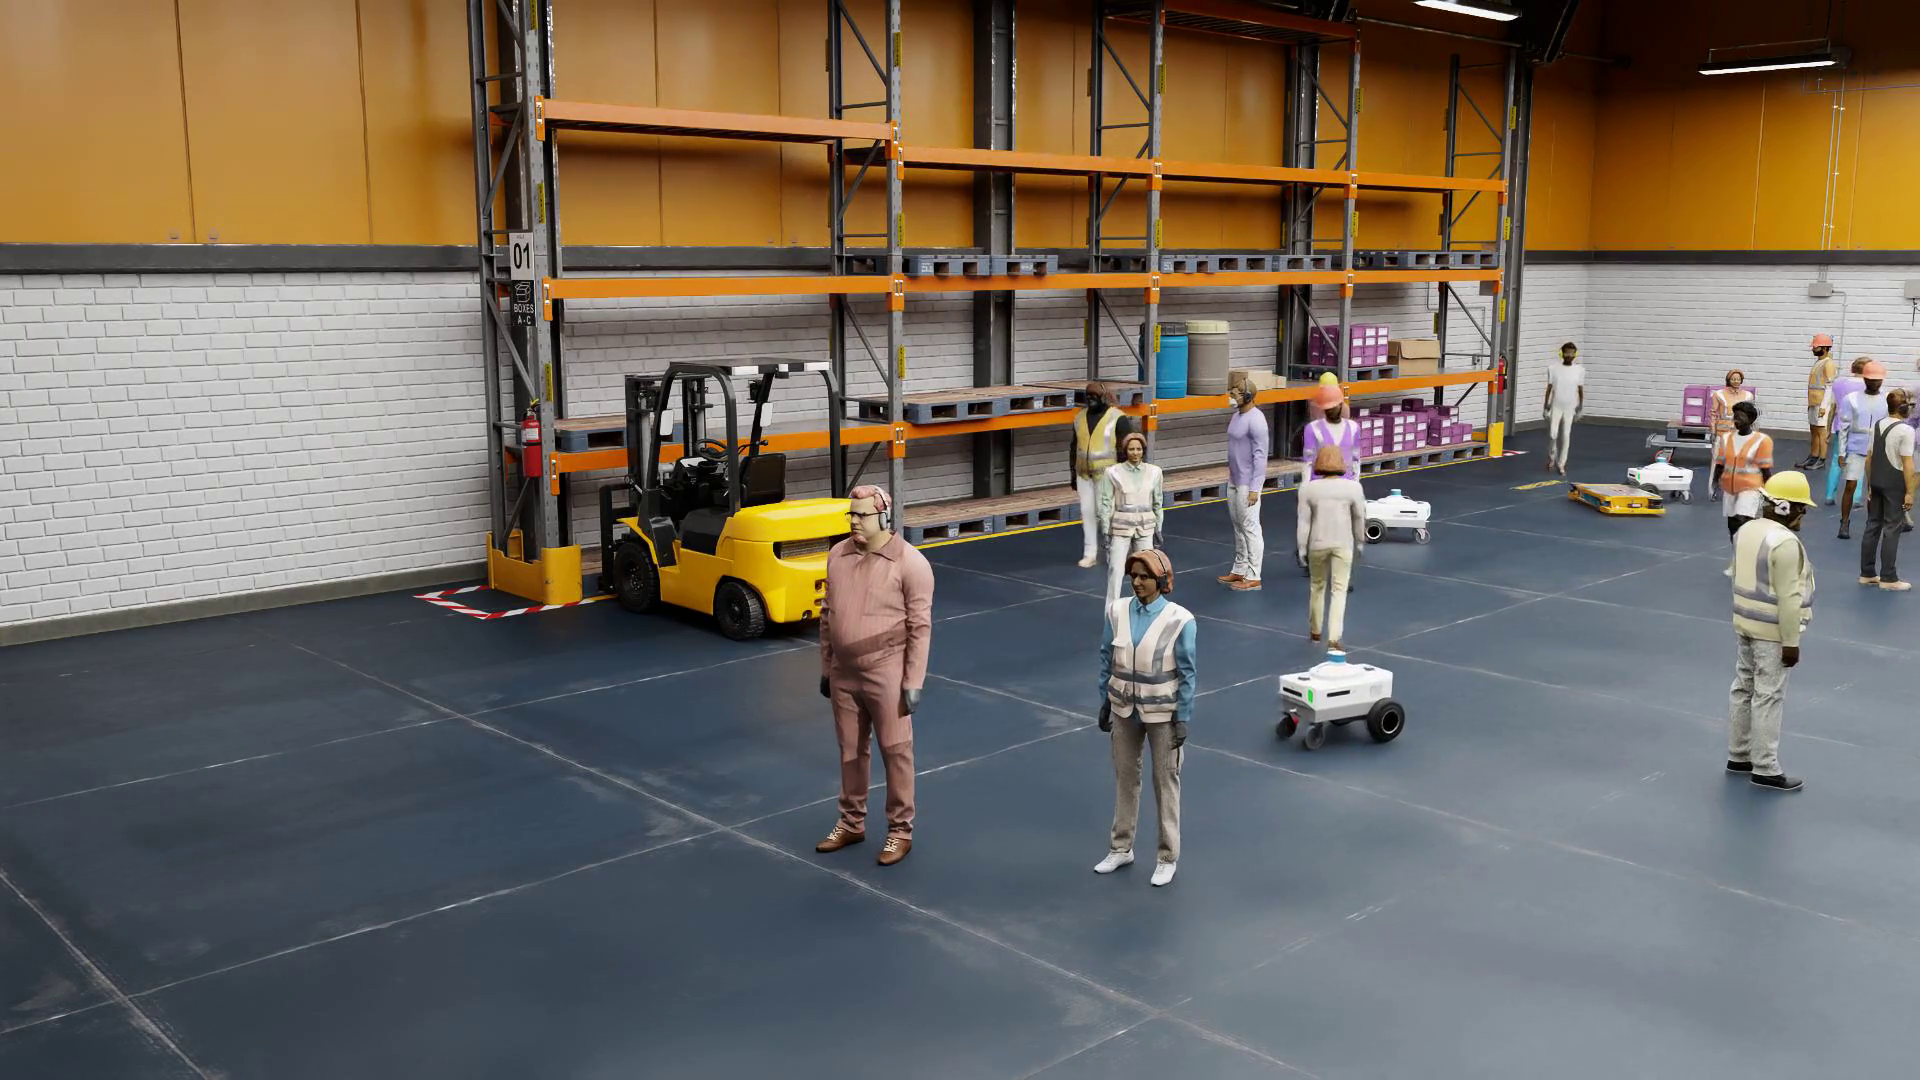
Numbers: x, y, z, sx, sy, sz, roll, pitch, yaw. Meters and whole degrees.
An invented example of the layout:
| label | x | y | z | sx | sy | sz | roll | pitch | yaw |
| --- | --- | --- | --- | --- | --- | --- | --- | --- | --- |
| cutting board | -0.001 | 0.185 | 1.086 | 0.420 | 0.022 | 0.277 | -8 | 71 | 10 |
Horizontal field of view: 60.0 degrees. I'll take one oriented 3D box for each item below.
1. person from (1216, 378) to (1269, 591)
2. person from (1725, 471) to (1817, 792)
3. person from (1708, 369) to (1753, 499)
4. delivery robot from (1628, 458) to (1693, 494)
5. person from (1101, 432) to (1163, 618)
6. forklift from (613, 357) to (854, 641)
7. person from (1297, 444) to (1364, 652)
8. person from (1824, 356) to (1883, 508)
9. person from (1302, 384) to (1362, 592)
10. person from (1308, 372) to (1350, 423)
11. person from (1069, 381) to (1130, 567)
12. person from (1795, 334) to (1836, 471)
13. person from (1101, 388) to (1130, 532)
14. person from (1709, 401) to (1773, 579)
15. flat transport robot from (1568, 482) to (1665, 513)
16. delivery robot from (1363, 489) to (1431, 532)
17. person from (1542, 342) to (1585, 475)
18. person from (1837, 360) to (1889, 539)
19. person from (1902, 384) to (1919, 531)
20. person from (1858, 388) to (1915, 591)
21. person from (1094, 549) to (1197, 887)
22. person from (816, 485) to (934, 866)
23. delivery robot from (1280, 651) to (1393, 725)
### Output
| label | x | y | z | sx | sy | sz | roll | pitch | yaw |
| --- | --- | --- | --- | --- | --- | --- | --- | --- | --- |
| person | 2.589 | -0.506 | 15.141 | 0.355 | 1.938 | 0.636 | -2 | 10 | -11 |
| person | 4.647 | 0.511 | 9.524 | 0.403 | 1.823 | 0.586 | 0 | 10 | -1 |
| person | 9.577 | -1.306 | 20.699 | 0.513 | 1.641 | 0.307 | 1 | 10 | 4 |
| delivery robot | 8.610 | -0.768 | 20.448 | 0.707 | 0.478 | 0.477 | 0 | 10 | -1 |
| person | 1.379 | -0.048 | 13.332 | 0.520 | 1.639 | 0.312 | -2 | 10 | -10 |
| forklift | -1.847 | -0.414 | 13.852 | 1.214 | 2.155 | 2.313 | -9 | 13 | -42 |
| person | 2.848 | 0.060 | 12.810 | 0.503 | 1.618 | 0.653 | 3 | 10 | 18 |
| person | 10.770 | -1.293 | 20.057 | 0.600 | 1.833 | 0.433 | 9 | 13 | 44 |
| person | 3.387 | -0.502 | 15.297 | 0.576 | 1.897 | 0.850 | -1 | 10 | -8 |
| person | 4.119 | -1.003 | 18.616 | 0.388 | 1.756 | 0.534 | -9 | 13 | -42 |
| person | 1.362 | -0.644 | 16.278 | 0.644 | 1.823 | 0.495 | 7 | 12 | 35 |
| person | 12.176 | -1.952 | 23.609 | 0.356 | 1.938 | 0.543 | 1 | 10 | 6 |
| person | 1.664 | -0.918 | 18.551 | 0.521 | 1.596 | 0.782 | 3 | 10 | 19 |
| person | 7.287 | -0.463 | 15.628 | 0.563 | 1.675 | 0.553 | -5 | 11 | -29 |
| flat transport robot | 7.892 | -0.509 | 20.033 | 0.652 | 0.197 | 1.431 | 0 | 10 | 1 |
| delivery robot | 4.627 | -0.295 | 17.678 | 0.707 | 0.478 | 0.477 | 2 | 10 | 9 |
| person | 8.363 | -1.819 | 23.046 | 0.523 | 1.858 | 0.389 | 3 | 10 | 14 |
| person | 9.709 | -0.955 | 17.800 | 0.553 | 1.930 | 0.390 | 3 | 10 | 19 |
| person | 10.748 | -1.086 | 18.379 | 0.959 | 2.005 | 0.609 | -7 | 12 | -34 |
| person | 8.471 | -0.459 | 15.140 | 0.333 | 1.843 | 0.514 | -2 | 10 | -12 |
| person | 0.902 | 0.849 | 8.080 | 0.513 | 1.641 | 0.307 | 7 | 12 | 34 |
| person | -0.454 | 0.669 | 8.356 | 0.641 | 1.909 | 0.409 | 6 | 11 | 31 |
| delivery robot | 2.360 | 0.941 | 10.442 | 0.707 | 0.478 | 0.477 | -5 | 11 | -27 |
